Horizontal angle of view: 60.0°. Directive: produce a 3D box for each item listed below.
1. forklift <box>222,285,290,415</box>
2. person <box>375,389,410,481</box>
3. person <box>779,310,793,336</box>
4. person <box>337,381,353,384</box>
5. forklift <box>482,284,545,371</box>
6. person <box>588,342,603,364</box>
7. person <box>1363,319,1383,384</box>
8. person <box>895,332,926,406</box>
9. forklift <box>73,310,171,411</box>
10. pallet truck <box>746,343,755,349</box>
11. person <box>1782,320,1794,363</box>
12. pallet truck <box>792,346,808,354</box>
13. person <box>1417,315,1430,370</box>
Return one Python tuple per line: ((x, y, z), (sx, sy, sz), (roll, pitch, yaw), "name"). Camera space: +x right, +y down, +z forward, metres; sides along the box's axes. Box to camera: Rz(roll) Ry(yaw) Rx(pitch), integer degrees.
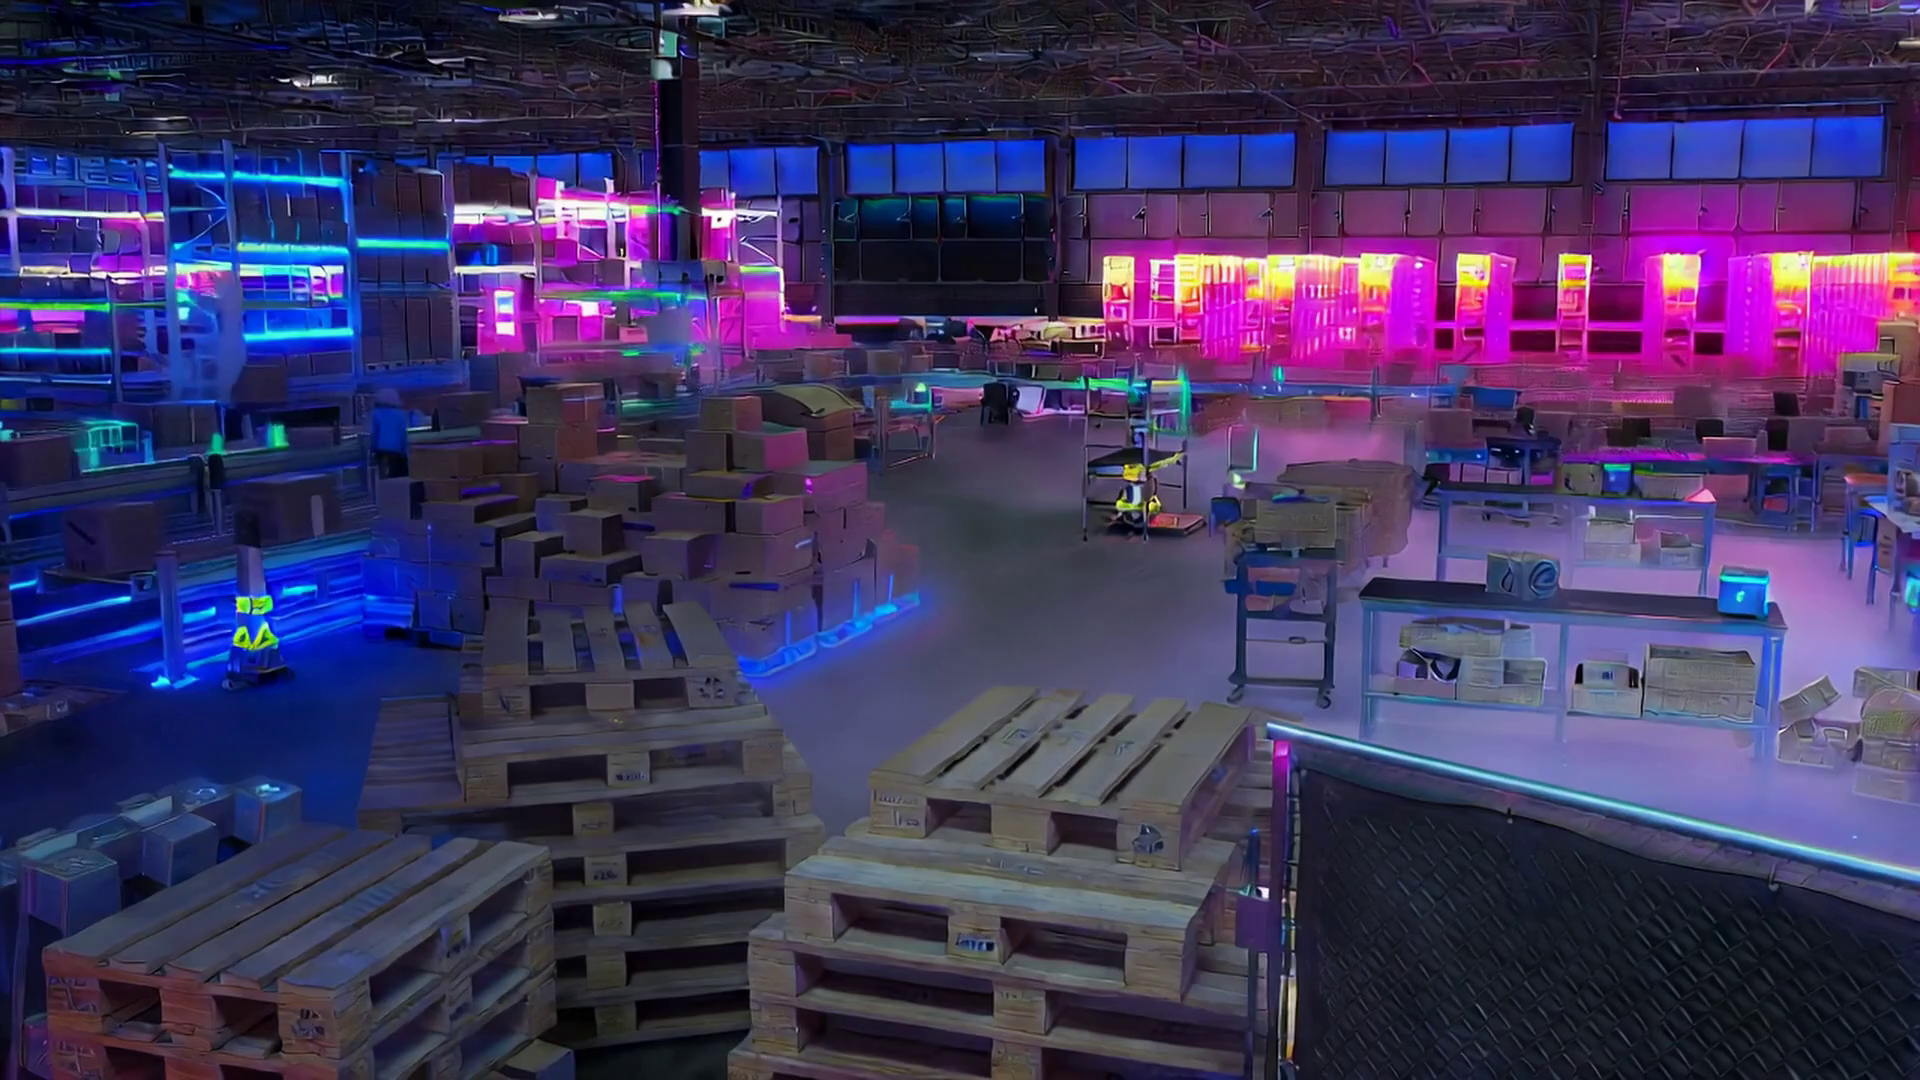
((-15.466, -4.062, 35.594), (1.873, 2.768, 1.129), (-3, 10, -18), "forklift")
((-7.200, -1.128, 21.197), (0.518, 1.585, 0.847), (3, 10, 18), "person")
((-6.615, -7.926, 63.482), (0.520, 1.721, 0.915), (4, 10, 22), "person")
((-17.223, -5.299, 46.308), (0.543, 1.939, 0.370), (-1, 9, -5), "person")
((-10.832, -4.702, 39.610), (1.129, 2.768, 1.873), (3, 10, 20), "forklift")
((-11.088, -5.824, 50.416), (0.534, 1.680, 0.677), (2, 9, 12), "person")
((10.451, -4.598, 41.938), (0.709, 1.930, 0.626), (8, 12, 42), "person")
((-1.082, -3.950, 38.501), (0.863, 1.735, 0.536), (1, 9, 8), "person")
((-18.575, -4.260, 36.838), (1.873, 2.768, 1.129), (3, 10, 19), "forklift")
((-6.183, -4.618, 44.264), (1.601, 1.201, 0.680), (-9, 12, -43), "pallet truck")
((23.406, -5.374, 47.059), (0.389, 1.850, 0.566), (0, 9, 1), "person")
((-3.705, -4.298, 42.022), (0.653, 1.274, 1.630), (3, 10, 20), "pallet truck")
((14.308, -6.061, 51.454), (0.489, 1.821, 0.611), (2, 9, 10), "person")
